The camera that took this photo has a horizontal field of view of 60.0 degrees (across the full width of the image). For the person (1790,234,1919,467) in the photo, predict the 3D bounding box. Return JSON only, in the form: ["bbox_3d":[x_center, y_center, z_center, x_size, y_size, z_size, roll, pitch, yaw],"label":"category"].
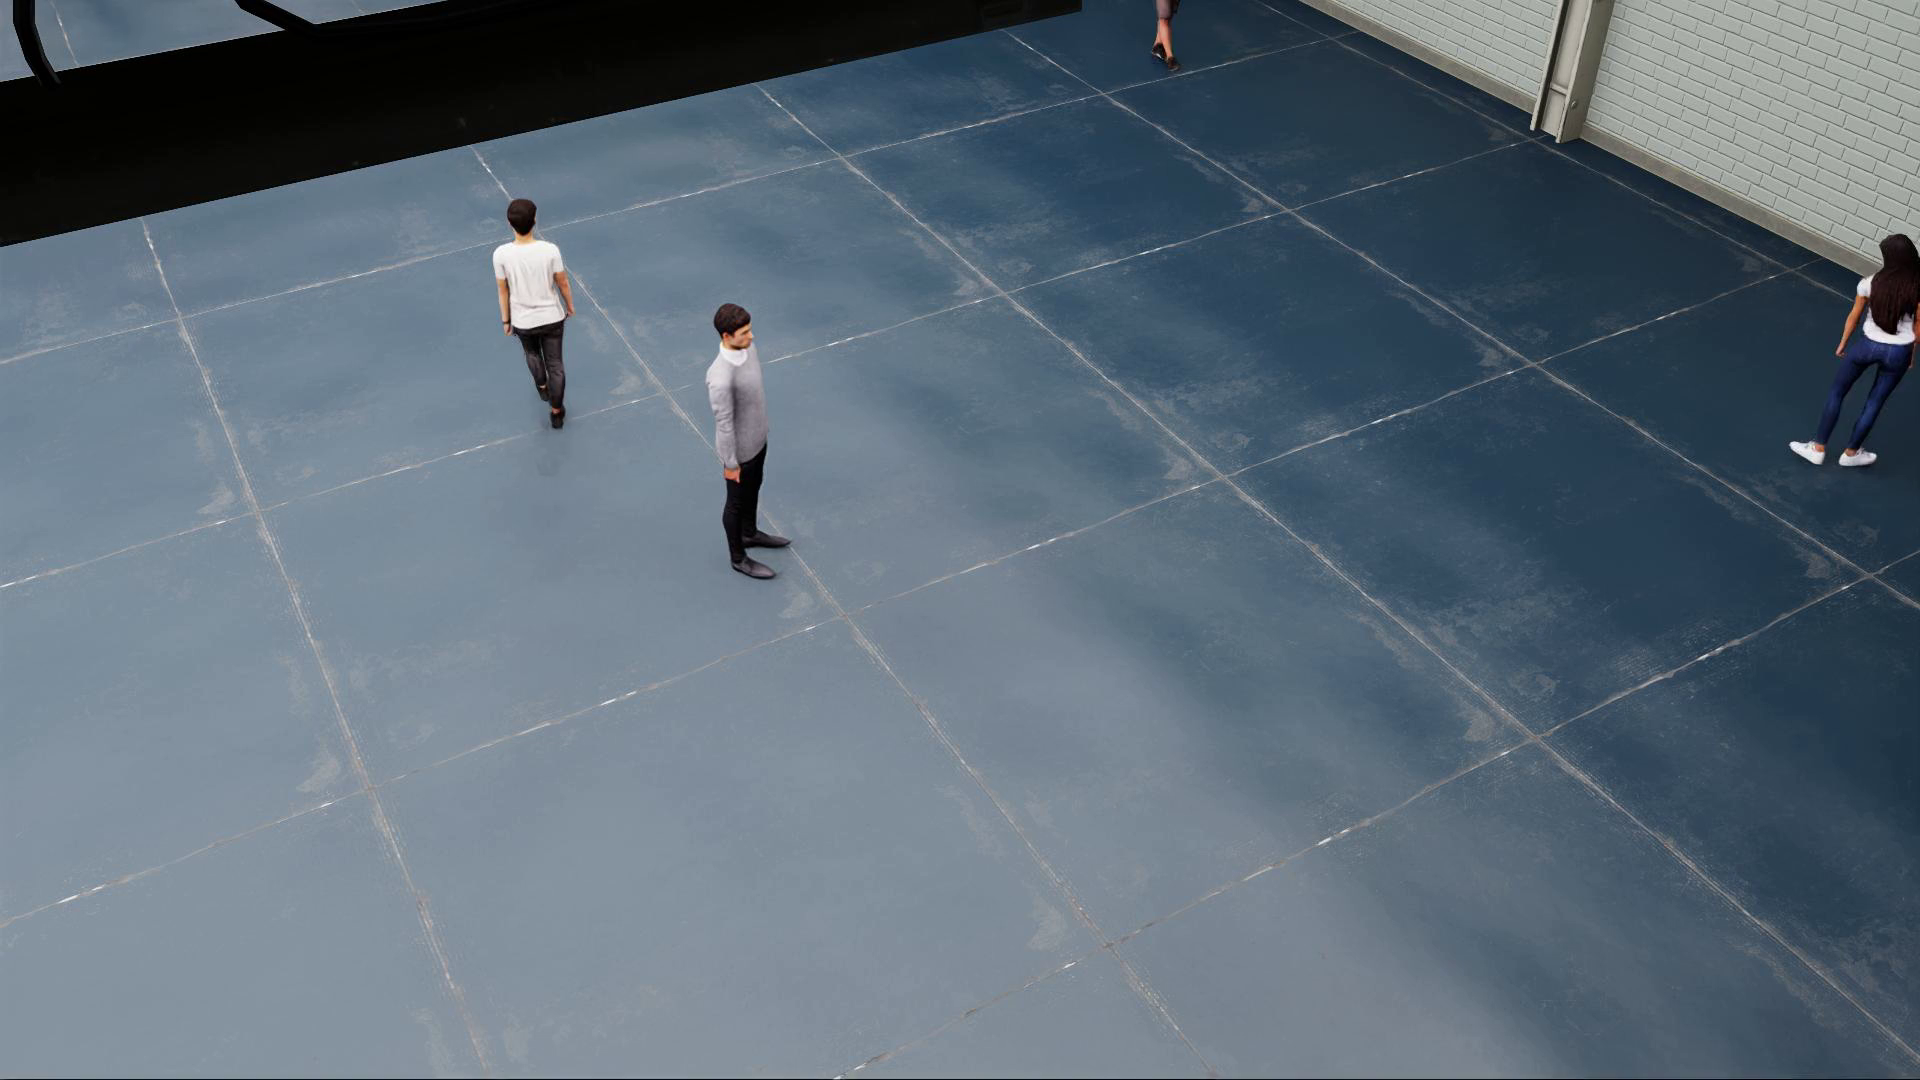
[{"bbox_3d":[6.307,-1.244,11.353,0.864,1.751,0.722,-30,47,-33],"label":"person"}]

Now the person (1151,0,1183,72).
[{"bbox_3d":[2.139,-5.859,17.181,0.812,1.837,1.072,-13,40,-16],"label":"person"}]

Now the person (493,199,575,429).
[{"bbox_3d":[-3.009,-1.562,11.799,0.825,1.701,0.979,-6,38,-8],"label":"person"}]

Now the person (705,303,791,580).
[{"bbox_3d":[-1.377,-0.644,10.448,0.870,1.922,0.795,7,39,9],"label":"person"}]
